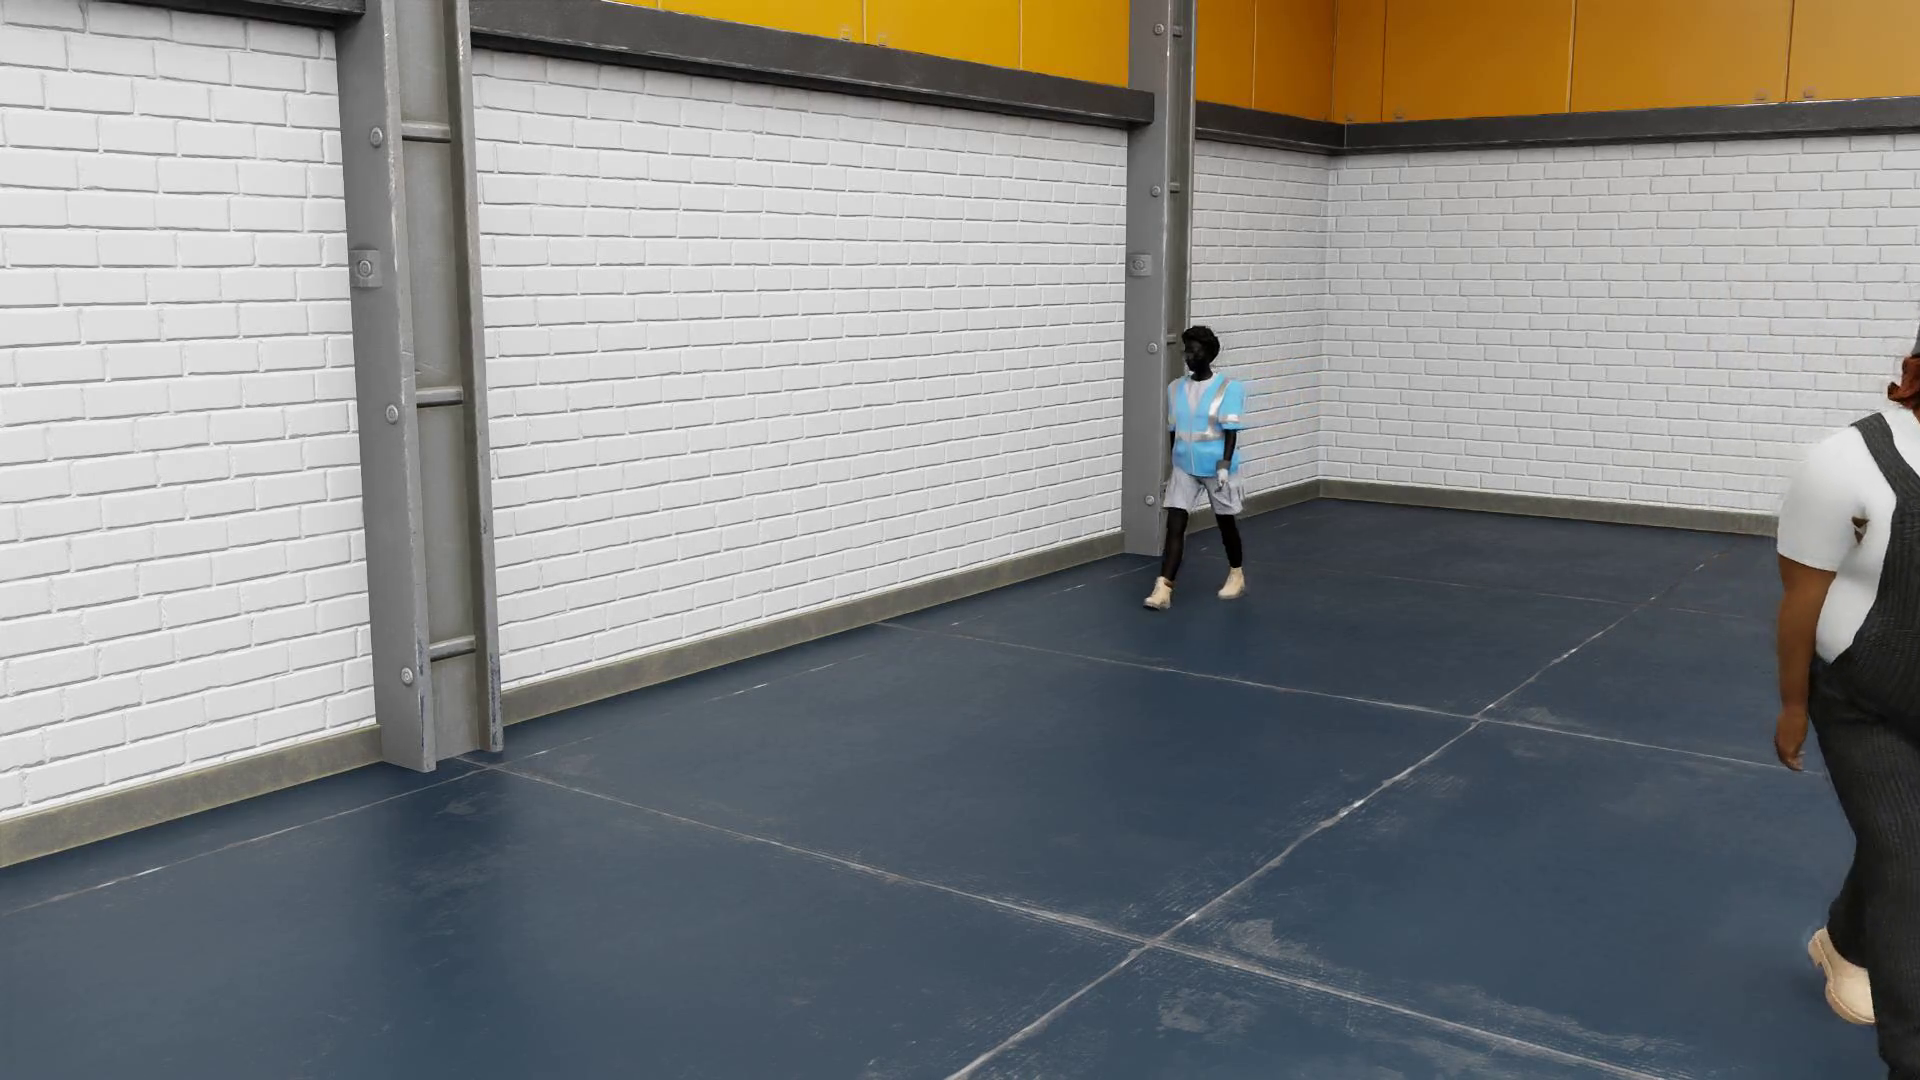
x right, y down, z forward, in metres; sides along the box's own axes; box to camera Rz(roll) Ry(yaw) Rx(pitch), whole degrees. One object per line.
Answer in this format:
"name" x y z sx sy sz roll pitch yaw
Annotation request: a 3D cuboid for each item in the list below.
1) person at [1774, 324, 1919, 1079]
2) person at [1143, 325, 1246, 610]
"person" 2.344 0.332 4.063 0.678 2.000 0.999 0 10 -2
"person" 1.419 -0.429 9.742 0.531 1.649 0.874 7 12 35
